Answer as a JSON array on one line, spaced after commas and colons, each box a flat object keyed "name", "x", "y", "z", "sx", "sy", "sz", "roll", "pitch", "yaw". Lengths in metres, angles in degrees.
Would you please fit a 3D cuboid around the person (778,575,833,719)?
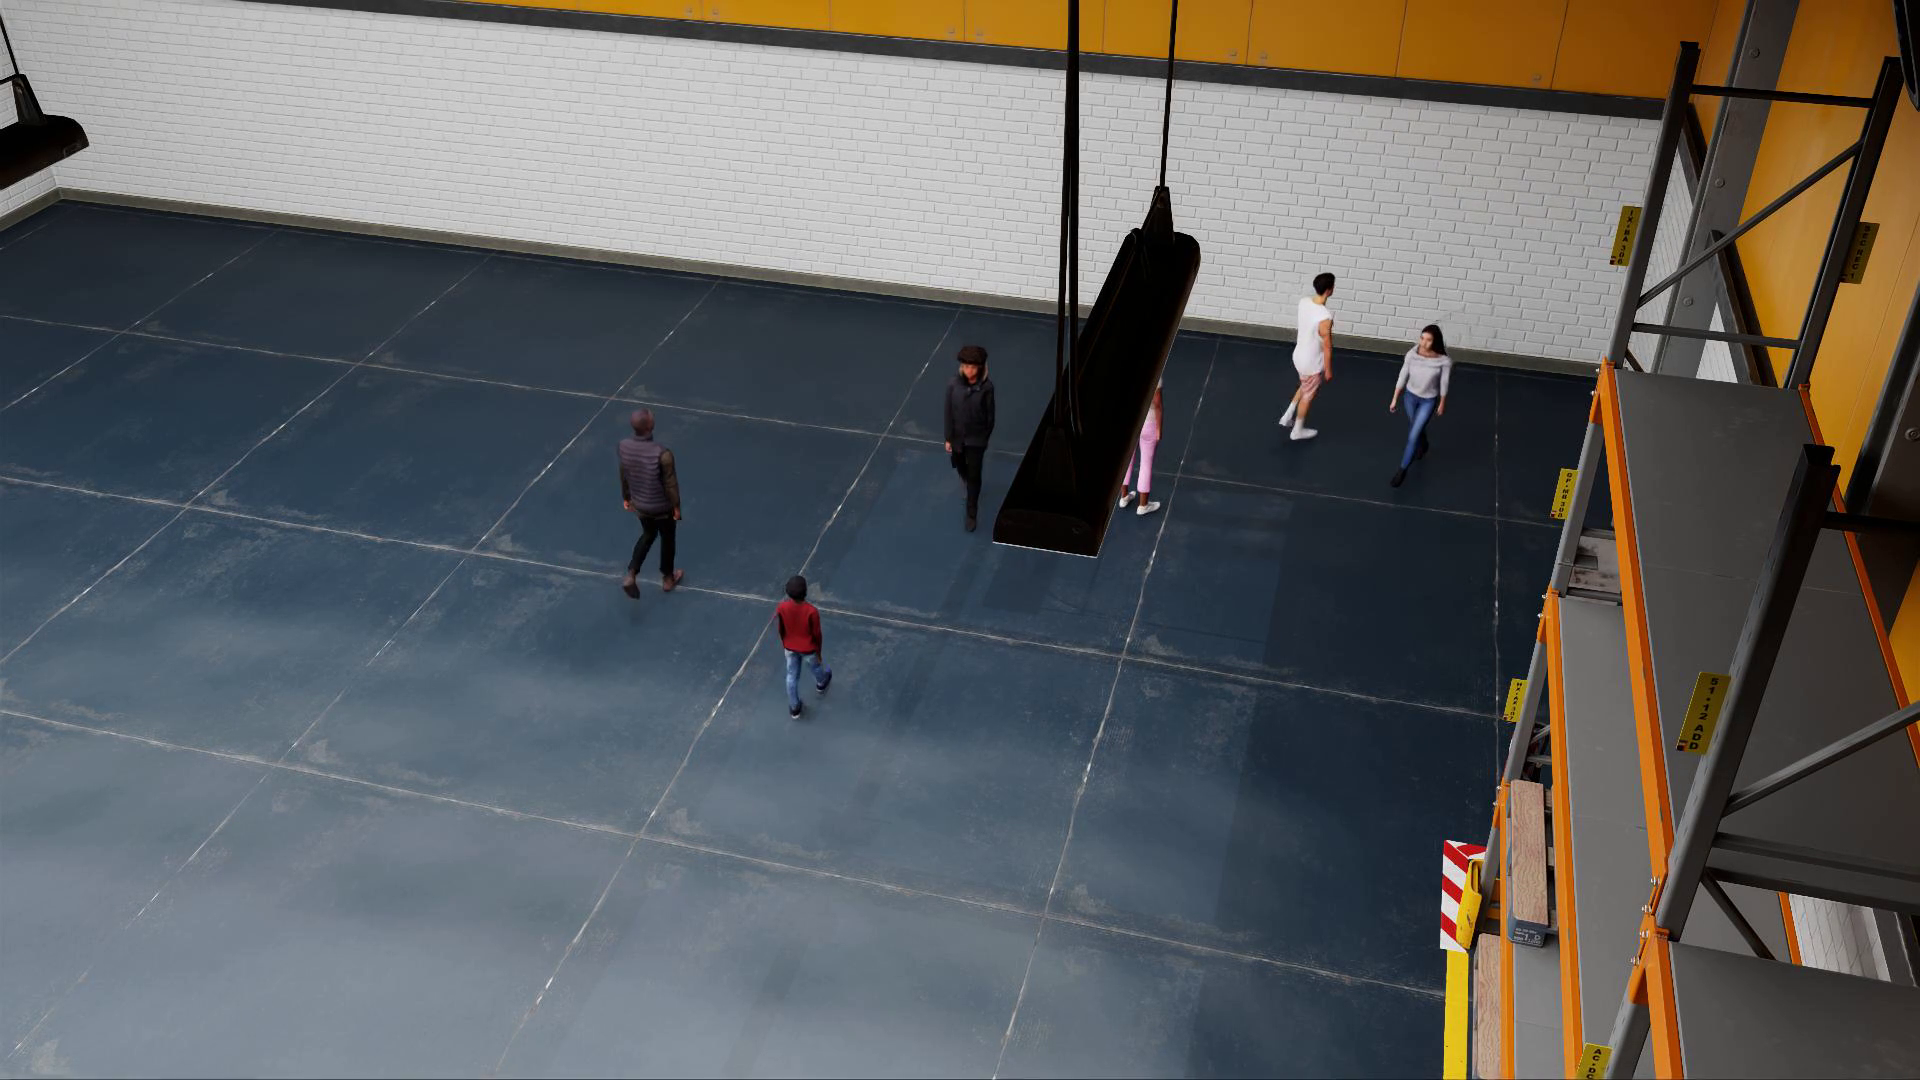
[{"name": "person", "x": -1.249, "y": 0.844, "z": 12.867, "sx": 0.530, "sy": 1.235, "sz": 0.775, "roll": 7, "pitch": 34, "yaw": 11}]

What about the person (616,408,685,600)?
[{"name": "person", "x": -2.632, "y": -0.266, "z": 14.007, "sx": 0.802, "sy": 1.822, "sz": 1.007, "roll": 15, "pitch": 36, "yaw": 21}]

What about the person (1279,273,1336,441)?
[{"name": "person", "x": 3.359, "y": -1.764, "z": 16.303, "sx": 0.853, "sy": 1.774, "sz": 0.781, "roll": -10, "pitch": 35, "yaw": -15}]

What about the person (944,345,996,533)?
[{"name": "person", "x": 0.070, "y": -1.015, "z": 15.195, "sx": 0.733, "sy": 1.754, "sz": 1.147, "roll": 3, "pitch": 34, "yaw": 5}]

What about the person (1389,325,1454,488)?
[{"name": "person", "x": 4.417, "y": -1.340, "z": 15.833, "sx": 0.927, "sy": 1.588, "sz": 1.177, "roll": 25, "pitch": 41, "yaw": 33}]

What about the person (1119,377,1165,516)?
[{"name": "person", "x": 1.661, "y": -1.053, "z": 15.263, "sx": 0.659, "sy": 1.742, "sz": 0.653, "roll": 26, "pitch": 41, "yaw": 33}]
